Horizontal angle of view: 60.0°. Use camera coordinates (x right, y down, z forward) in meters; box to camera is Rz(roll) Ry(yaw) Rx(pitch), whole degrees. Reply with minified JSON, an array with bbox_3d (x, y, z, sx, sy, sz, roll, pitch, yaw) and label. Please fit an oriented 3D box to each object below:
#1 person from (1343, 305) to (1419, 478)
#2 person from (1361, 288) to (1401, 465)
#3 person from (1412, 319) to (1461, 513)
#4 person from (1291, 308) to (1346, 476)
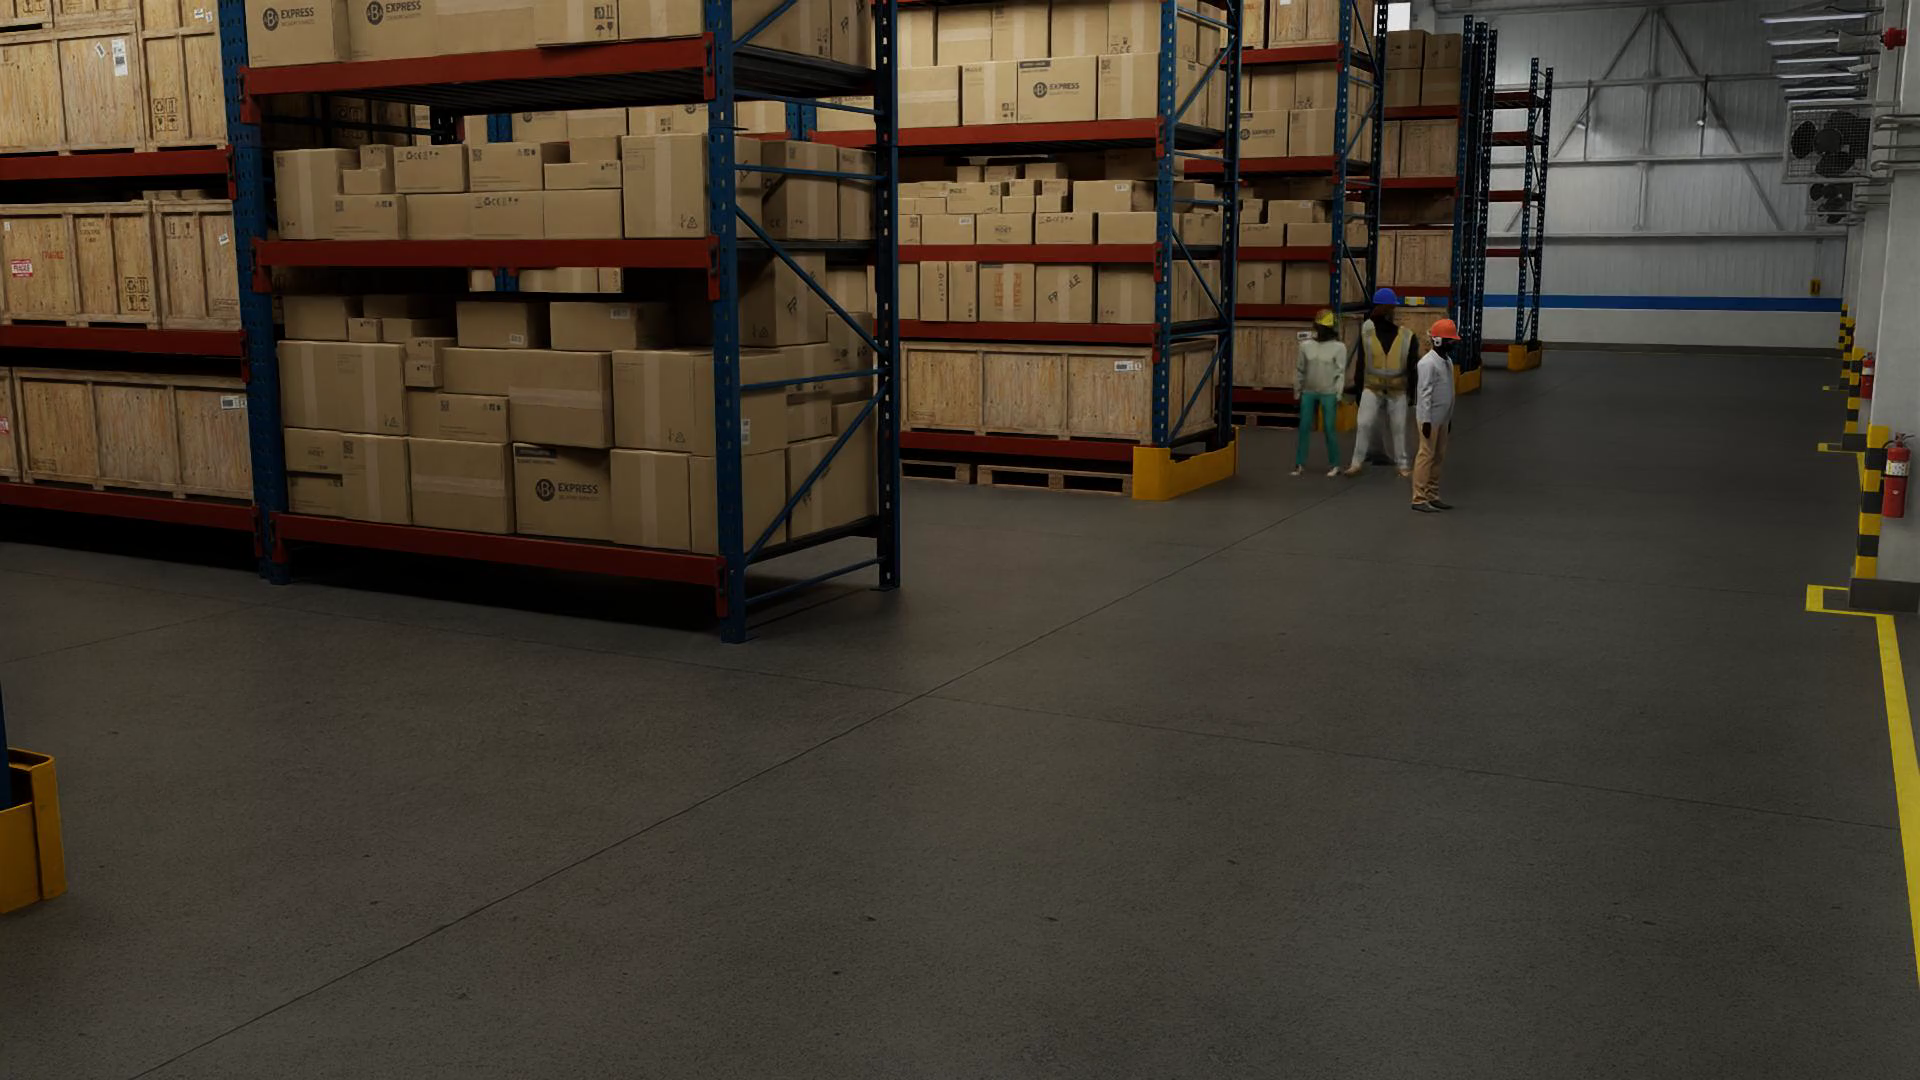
[{"bbox_3d":[4.395,-1.521,17.221,0.672,1.806,0.654,3,10,15],"label":"person"},{"bbox_3d":[4.639,-1.805,18.392,0.395,1.945,0.618,-3,10,-16],"label":"person"},{"bbox_3d":[4.314,-1.117,15.003,0.349,1.743,0.569,8,13,39],"label":"person"},{"bbox_3d":[3.751,-1.535,17.383,0.538,1.771,0.353,5,11,27],"label":"person"}]
